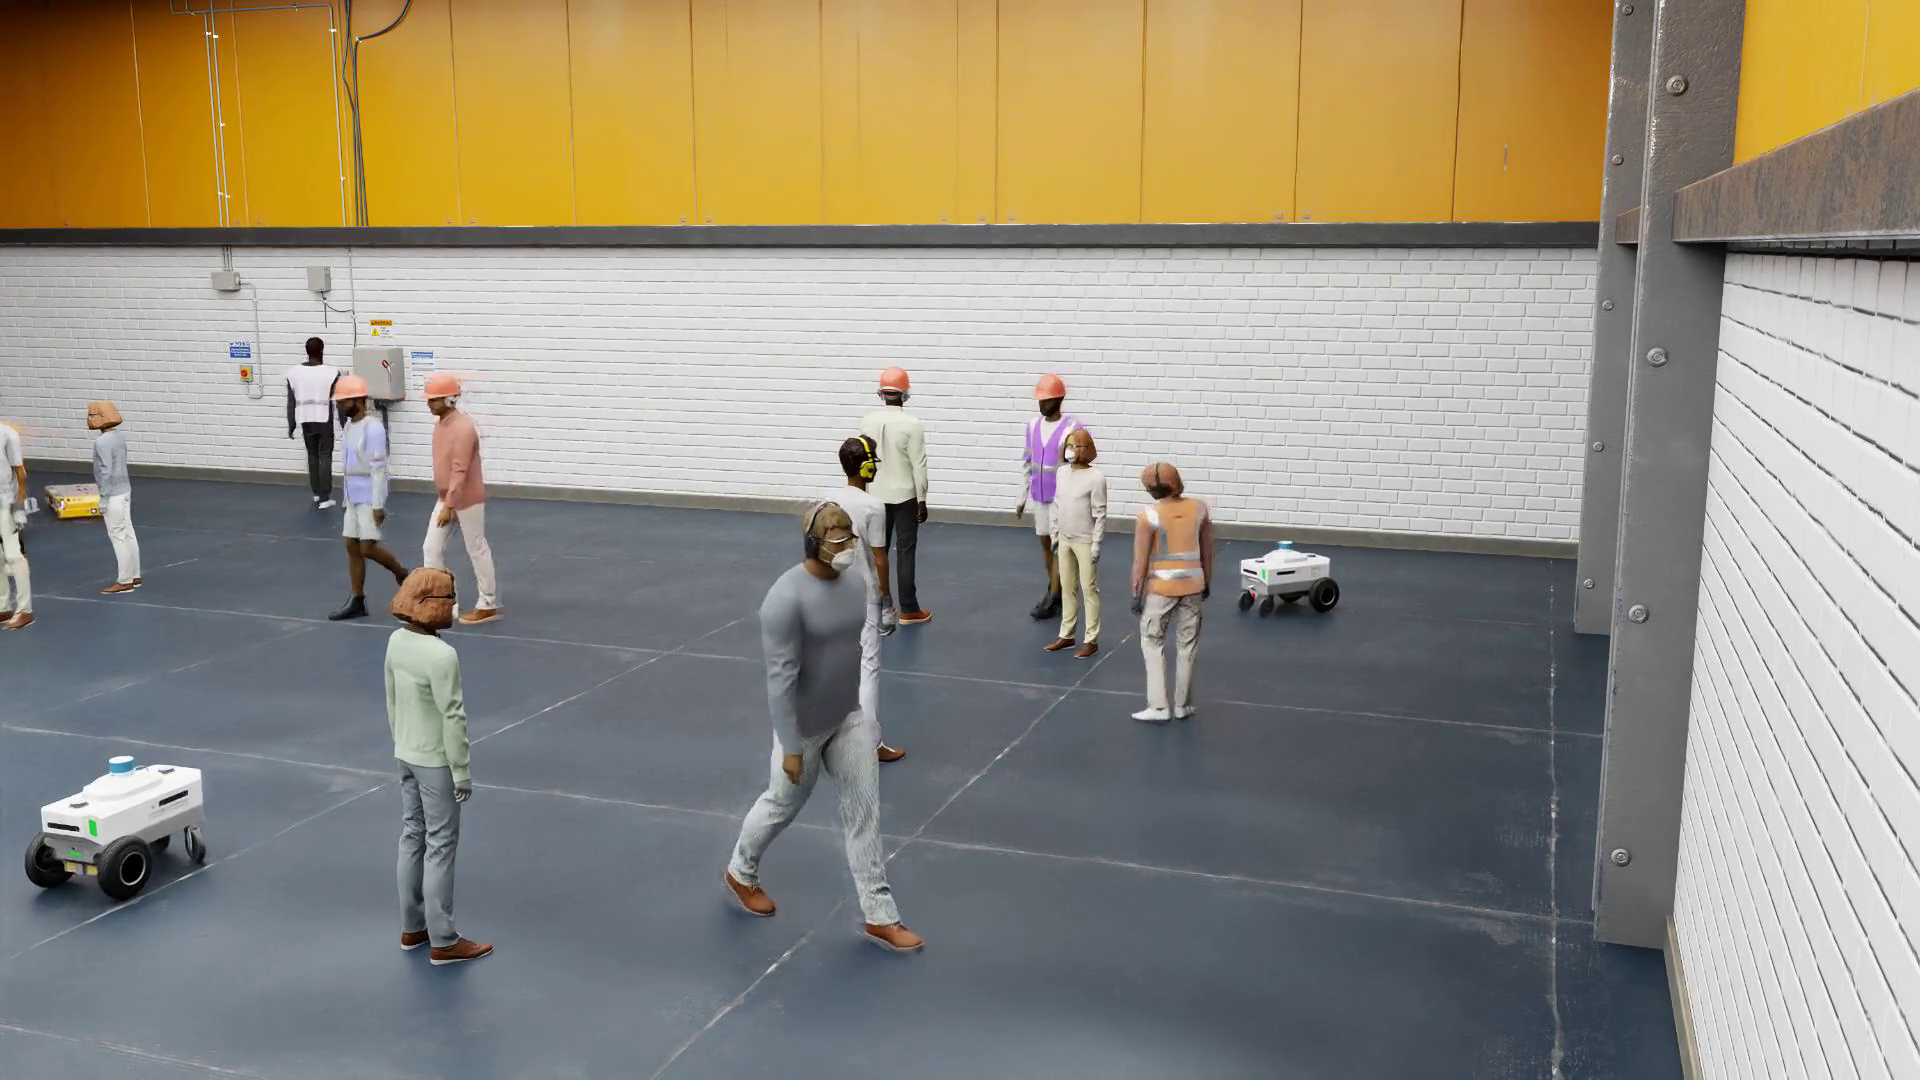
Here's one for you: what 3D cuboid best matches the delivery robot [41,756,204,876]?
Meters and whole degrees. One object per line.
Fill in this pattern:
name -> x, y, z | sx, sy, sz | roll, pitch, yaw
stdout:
delivery robot -> -3.872, 1.247, 7.718 | 0.477, 0.478, 0.707 | 3, 10, 18

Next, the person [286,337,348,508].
person -> -7.186, -1.329, 18.703 | 0.638, 1.898, 0.673 | 0, 10, -2

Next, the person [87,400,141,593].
person -> -7.148, -0.367, 14.032 | 0.267, 1.632, 0.507 | -1, 10, -8

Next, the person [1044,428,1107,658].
person -> 0.832, 0.018, 11.854 | 0.284, 1.636, 0.497 | -8, 13, -40

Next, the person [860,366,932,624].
person -> -0.498, -0.344, 12.876 | 0.615, 1.997, 0.373 | 7, 12, 33

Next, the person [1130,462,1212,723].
person -> 1.308, 0.332, 10.168 | 0.559, 1.615, 0.336 | -4, 11, -19

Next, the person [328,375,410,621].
person -> -4.650, -0.334, 13.028 | 0.586, 1.923, 0.644 | 10, 14, 43

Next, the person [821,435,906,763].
person -> -0.563, 0.339, 9.396 | 0.514, 1.870, 0.328 | 8, 13, 39

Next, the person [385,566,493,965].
person -> -2.159, 0.913, 6.827 | 0.506, 1.631, 0.281 | 10, 14, 44

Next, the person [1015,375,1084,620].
person -> 0.693, -0.334, 13.148 | 0.568, 1.920, 0.759 | 8, 13, 39

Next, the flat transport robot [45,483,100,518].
flat transport robot -> -9.671, -0.457, 18.375 | 0.652, 0.197, 1.431 | -7, 12, -33

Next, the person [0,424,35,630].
person -> -7.352, -0.244, 12.687 | 0.532, 1.866, 0.308 | 3, 11, 19

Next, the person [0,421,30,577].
person -> -8.475, -0.491, 14.619 | 0.556, 1.661, 0.455 | 8, 13, 39

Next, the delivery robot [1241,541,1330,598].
delivery robot -> 2.604, 0.252, 13.319 | 0.707, 0.478, 0.477 | -5, 11, -27

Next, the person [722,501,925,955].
person -> -0.639, 0.759, 7.024 | 1.041, 1.892, 0.648 | 7, 12, 36

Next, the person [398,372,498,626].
person -> -3.940, -0.286, 12.643 | 0.609, 1.956, 0.888 | 10, 14, 43
